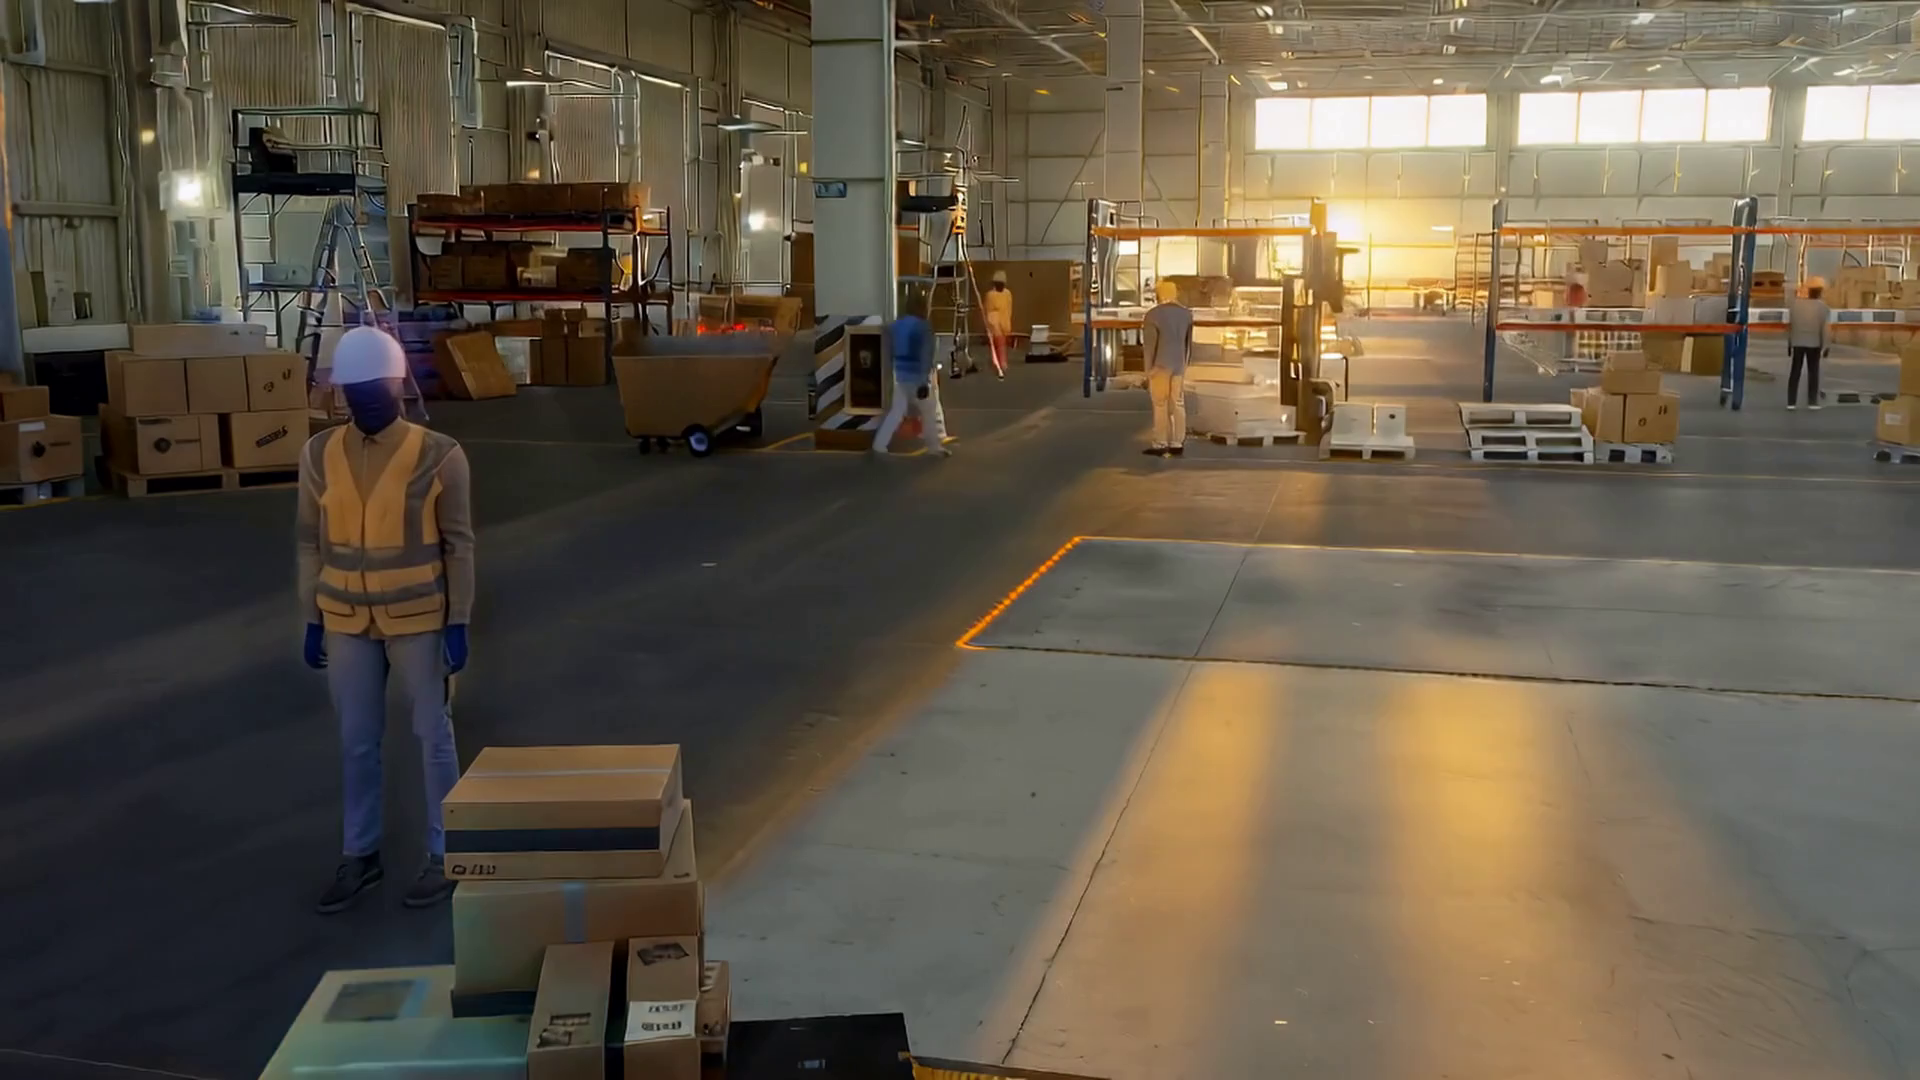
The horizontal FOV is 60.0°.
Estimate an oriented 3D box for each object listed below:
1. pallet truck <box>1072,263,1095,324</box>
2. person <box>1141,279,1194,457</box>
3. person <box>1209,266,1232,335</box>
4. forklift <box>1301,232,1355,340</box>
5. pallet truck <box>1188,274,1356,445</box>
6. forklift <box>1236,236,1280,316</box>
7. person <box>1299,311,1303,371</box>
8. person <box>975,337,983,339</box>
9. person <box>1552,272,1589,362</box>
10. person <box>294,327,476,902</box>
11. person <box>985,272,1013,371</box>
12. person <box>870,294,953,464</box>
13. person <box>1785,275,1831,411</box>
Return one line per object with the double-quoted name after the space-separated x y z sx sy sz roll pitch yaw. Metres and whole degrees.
4.325 -8.180 55.162 0.823 1.965 1.885 6 11 31 "pallet truck"
2.261 -1.878 18.232 0.631 1.940 0.369 -5 11 -29 "person"
7.171 -6.564 45.839 0.627 1.934 0.372 3 10 16 "person"
9.261 -6.579 43.143 1.873 2.768 1.129 -7 12 -36 "forklift"
3.653 -2.138 19.590 1.885 1.965 0.823 -4 10 -20 "pallet truck"
8.748 -7.884 50.827 1.873 2.768 1.129 -2 10 -12 "forklift"
6.729 -4.096 31.904 0.482 1.735 0.347 -8 13 -41 "person"
0.490 -5.962 43.117 0.534 1.654 0.881 5 11 28 "person"
12.783 -4.594 34.414 1.009 1.869 0.688 4 11 24 "person"
-1.940 0.258 5.624 0.606 1.948 0.391 0 10 3 "person"
0.737 -4.223 32.148 0.552 1.911 0.899 -3 10 -17 "person"
-0.543 -1.688 17.546 0.945 1.804 0.640 -7 12 -37 "person"
12.102 -2.806 23.736 0.386 1.922 0.594 -9 13 -43 "person"
